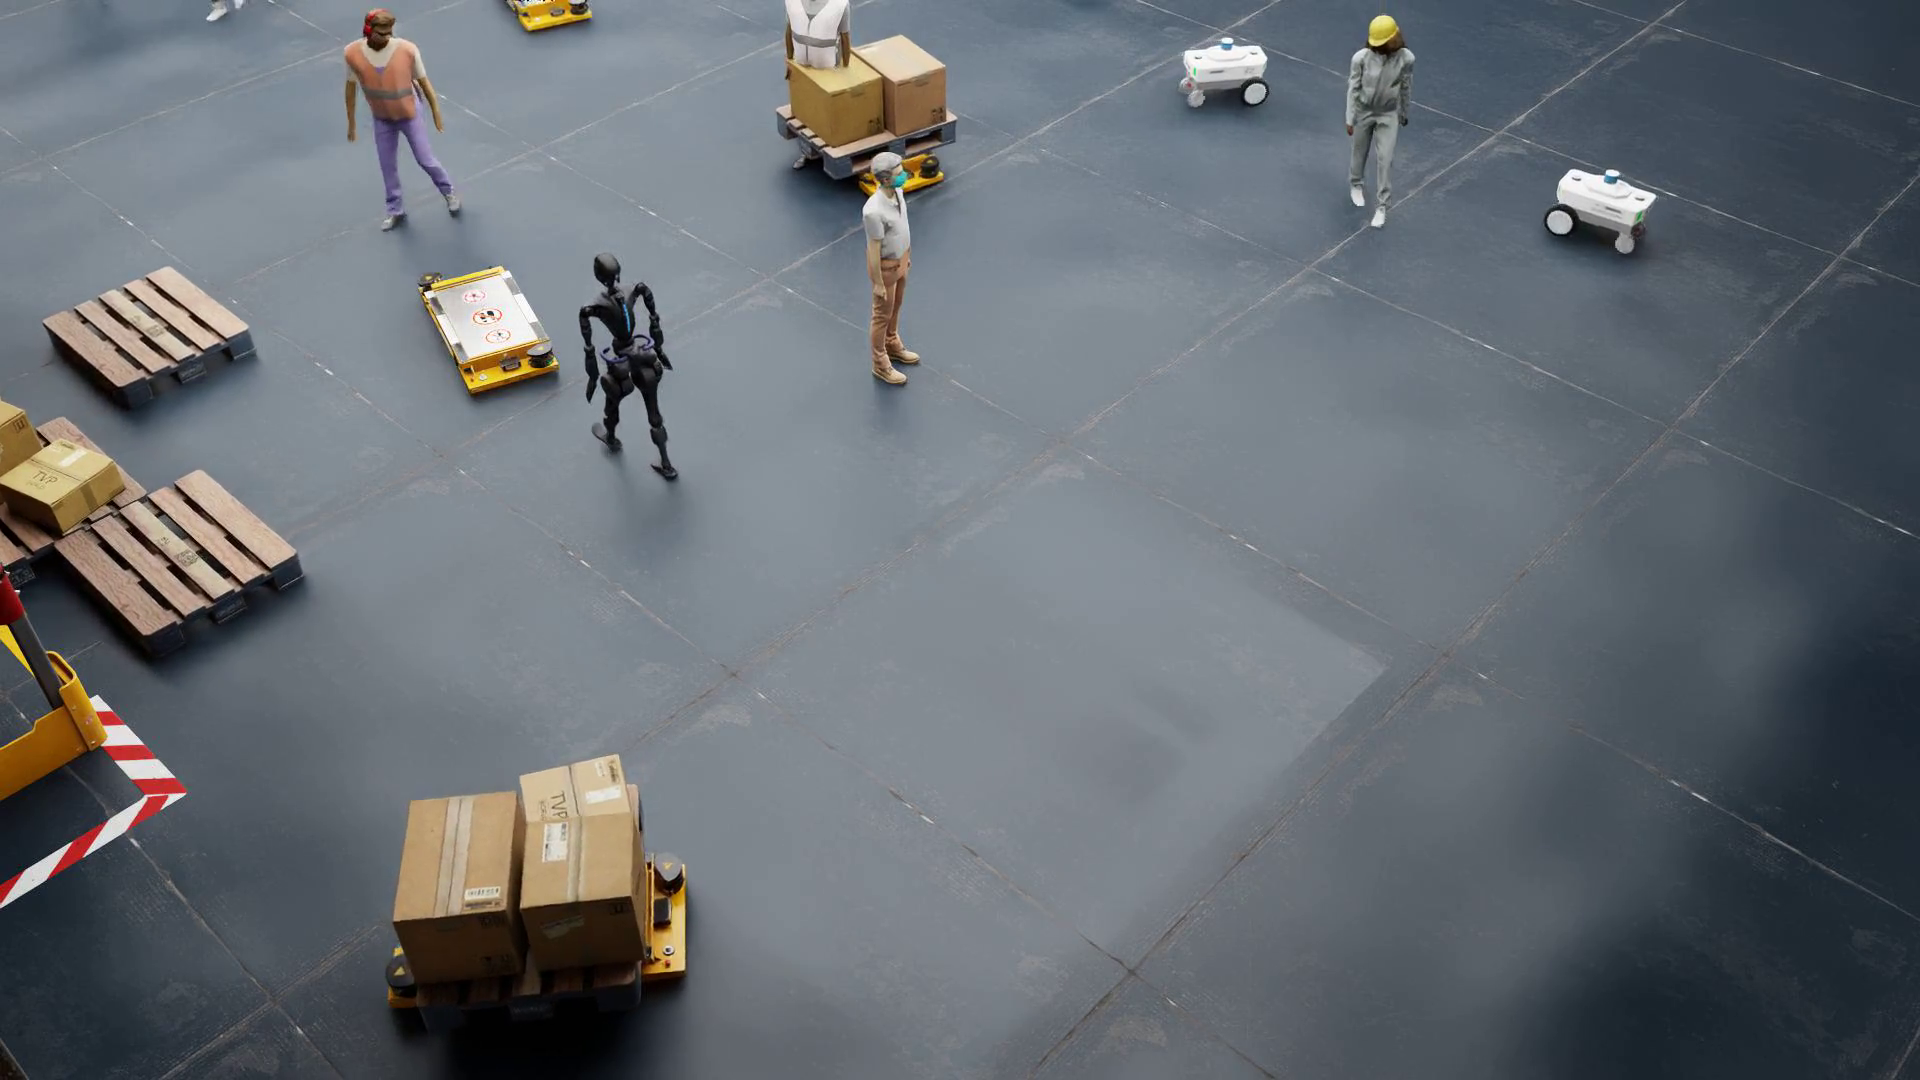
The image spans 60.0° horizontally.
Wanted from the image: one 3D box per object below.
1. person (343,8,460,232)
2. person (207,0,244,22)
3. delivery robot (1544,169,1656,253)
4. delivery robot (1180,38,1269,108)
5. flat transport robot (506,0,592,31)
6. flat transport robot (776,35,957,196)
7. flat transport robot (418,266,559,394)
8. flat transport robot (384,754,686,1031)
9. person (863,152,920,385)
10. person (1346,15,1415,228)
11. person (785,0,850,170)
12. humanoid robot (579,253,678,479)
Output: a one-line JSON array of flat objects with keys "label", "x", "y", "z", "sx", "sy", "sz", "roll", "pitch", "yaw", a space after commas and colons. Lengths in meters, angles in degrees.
[{"label": "person", "x": -4.458, "y": -3.341, "z": 13.085, "sx": 0.713, "sy": 1.822, "sz": 0.518, "roll": 1, "pitch": 42, "yaw": 1}, {"label": "person", "x": -7.291, "y": -5.785, "z": 15.939, "sx": 0.539, "sy": 1.624, "sz": 0.394, "roll": 15, "pitch": 44, "yaw": 17}, {"label": "delivery robot", "x": 5.112, "y": -2.670, "z": 13.294, "sx": 0.807, "sy": 0.613, "sz": 0.499, "roll": 27, "pitch": 48, "yaw": 26}, {"label": "delivery robot", "x": 2.407, "y": -4.234, "z": 15.020, "sx": 0.779, "sy": 0.597, "sz": 0.499, "roll": -7, "pitch": 42, "yaw": -7}, {"label": "flat transport robot", "x": -4.232, "y": -5.502, "z": 16.641, "sx": 0.659, "sy": 0.231, "sz": 1.431, "roll": -20, "pitch": 46, "yaw": -21}, {"label": "flat transport robot", "x": -0.798, "y": -3.363, "z": 14.264, "sx": 0.659, "sy": 0.231, "sz": 1.431, "roll": -24, "pitch": 47, "yaw": -24}, {"label": "flat transport robot", "x": -3.509, "y": -1.604, "z": 12.309, "sx": 0.659, "sy": 0.231, "sz": 1.431, "roll": -19, "pitch": 45, "yaw": -20}, {"label": "flat transport robot", "x": -2.107, "y": 1.951, "z": 8.358, "sx": 1.431, "sy": 0.231, "sz": 0.659, "roll": -5, "pitch": 42, "yaw": -5}, {"label": "person", "x": -0.480, "y": -1.896, "z": 11.526, "sx": 0.313, "sy": 1.749, "sz": 0.491, "roll": 15, "pitch": 44, "yaw": 16}, {"label": "person", "x": 3.305, "y": -3.324, "z": 13.153, "sx": 0.539, "sy": 1.694, "sz": 0.725, "roll": 4, "pitch": 42, "yaw": 4}, {"label": "person", "x": -1.158, "y": -3.910, "z": 13.699, "sx": 0.563, "sy": 1.837, "sz": 0.388, "roll": 12, "pitch": 43, "yaw": 13}, {"label": "humanoid robot", "x": -2.186, "y": -1.175, "z": 10.795, "sx": 0.612, "sy": 1.630, "sz": 0.720, "roll": -29, "pitch": 50, "yaw": -29}]
